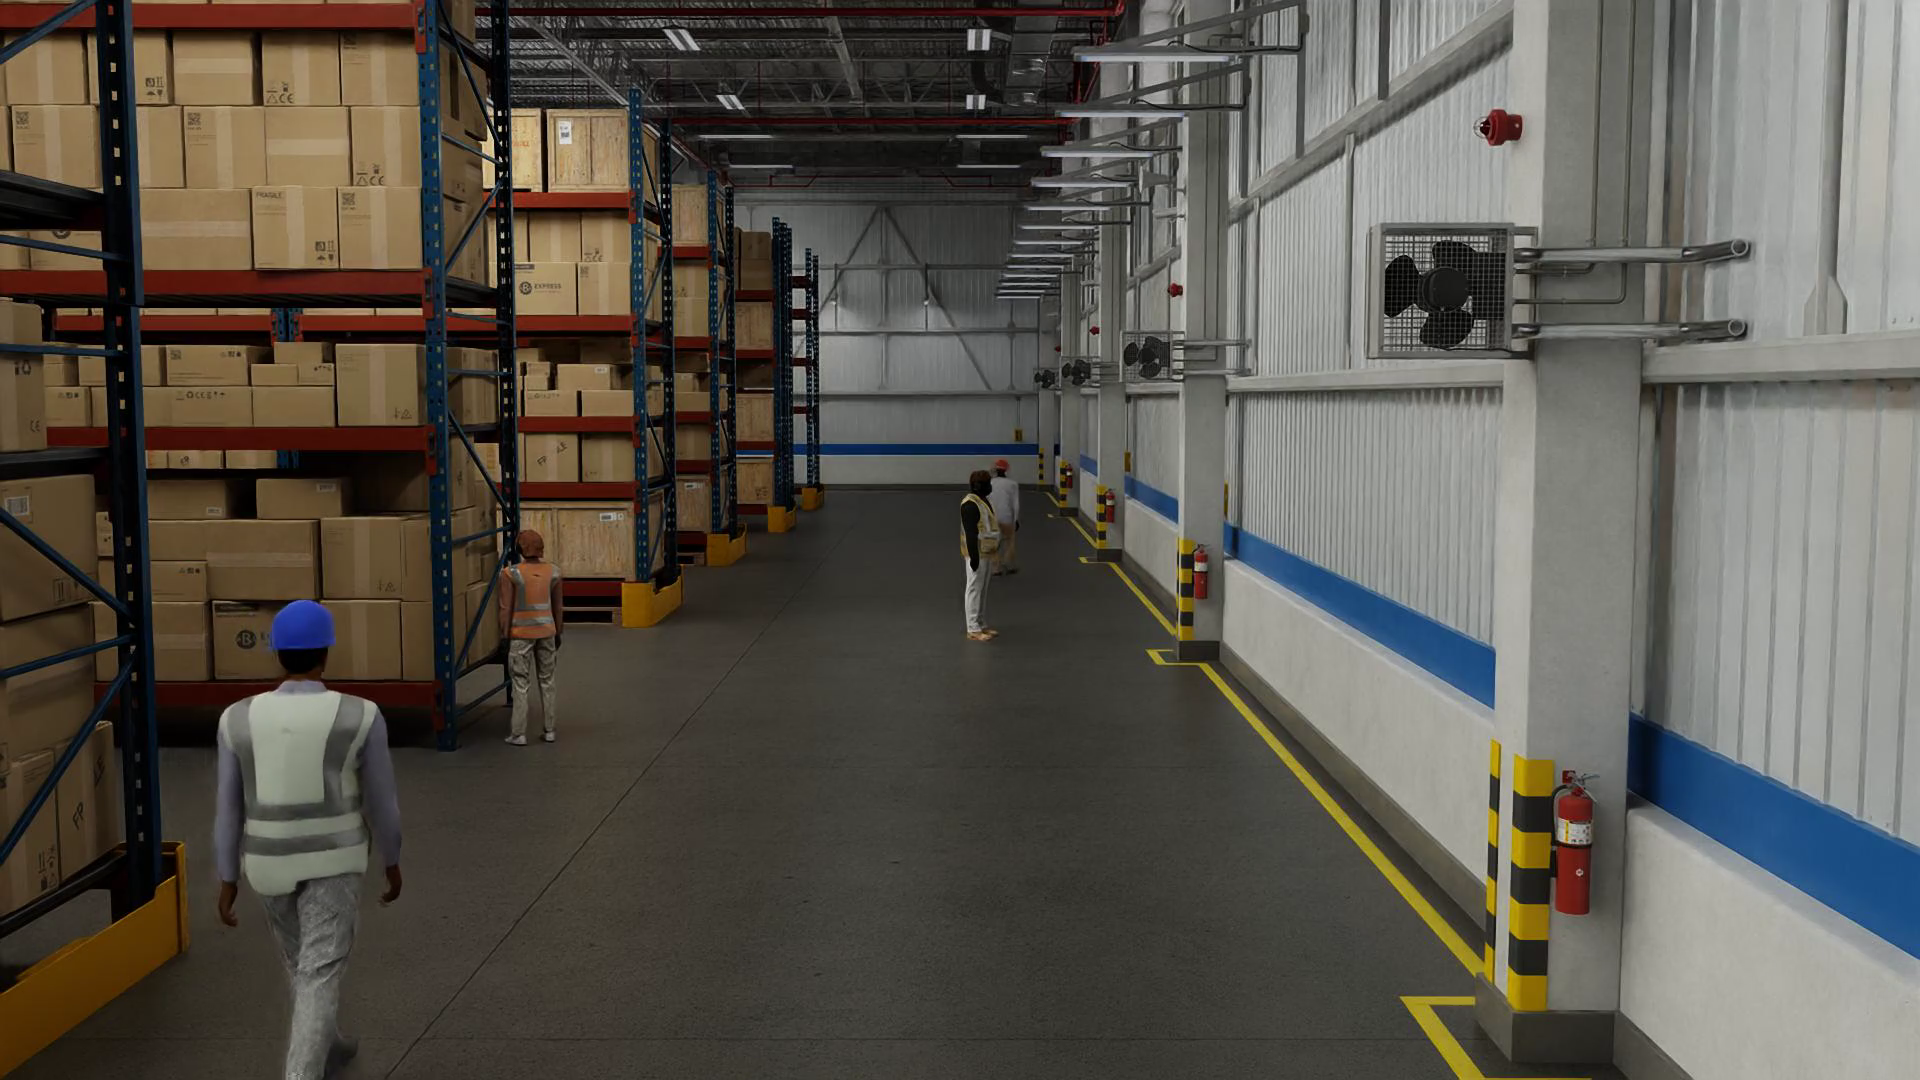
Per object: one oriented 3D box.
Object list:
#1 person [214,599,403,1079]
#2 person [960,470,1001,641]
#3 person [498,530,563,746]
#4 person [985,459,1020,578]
[{"bbox_3d":[-2.369,1.165,6.042,0.630,1.898,1.031,0,5,-1],"label":"person"},{"bbox_3d":[0.226,0.164,17.993,0.429,1.844,0.627,1,5,15],"label":"person"},{"bbox_3d":[-3.232,0.735,12.552,0.521,1.631,0.314,-4,7,-42],"label":"person"},{"bbox_3d":[0.637,-0.327,24.364,0.595,1.715,0.815,2,5,18],"label":"person"}]
